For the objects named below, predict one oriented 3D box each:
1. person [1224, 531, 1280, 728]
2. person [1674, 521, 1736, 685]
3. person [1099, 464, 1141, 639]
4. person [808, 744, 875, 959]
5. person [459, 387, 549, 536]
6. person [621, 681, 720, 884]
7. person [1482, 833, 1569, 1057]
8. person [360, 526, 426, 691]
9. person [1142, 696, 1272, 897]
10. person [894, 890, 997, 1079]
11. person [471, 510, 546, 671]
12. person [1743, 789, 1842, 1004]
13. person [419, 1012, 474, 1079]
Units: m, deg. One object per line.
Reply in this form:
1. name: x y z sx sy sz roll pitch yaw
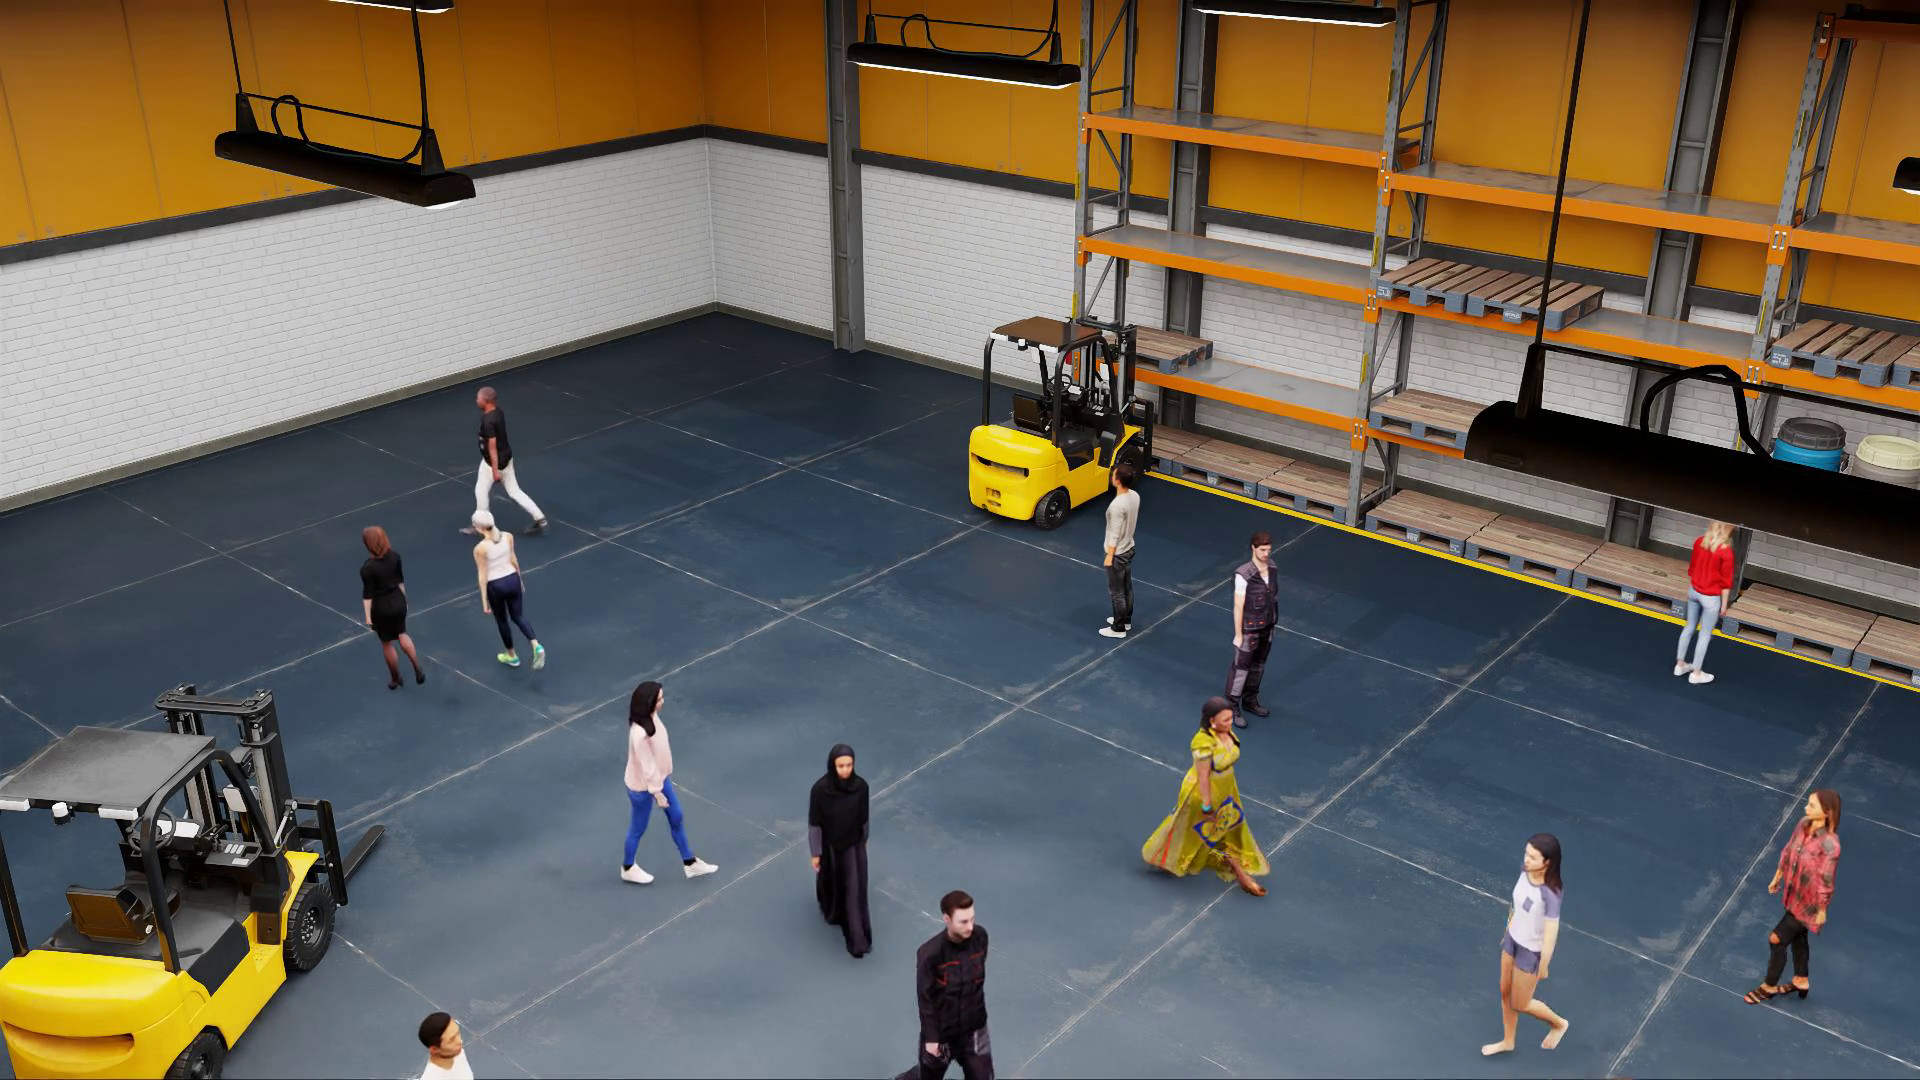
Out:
1. person: 2.632 0.768 14.922 0.698 1.848 0.639 -18 30 -36
2. person: 7.015 0.529 15.652 0.751 1.702 0.602 -11 26 -23
3. person: 1.599 0.097 16.503 0.609 1.812 0.701 12 26 26
4. person: -0.892 2.149 12.063 1.055 1.608 1.173 -4 24 -9
5. person: -5.117 -0.847 18.720 1.311 1.765 1.173 1 24 2
6. person: -2.448 1.861 12.571 1.095 1.730 0.926 5 24 12
7. person: 3.767 2.638 10.807 0.886 1.719 0.840 -4 24 -10
8. person: -5.218 0.667 15.348 0.755 1.693 0.651 14 27 29
9. person: 1.810 1.916 12.601 1.250 1.605 0.781 16 28 32
10. person: -0.098 2.903 10.001 0.929 1.879 1.274 -14 27 -29
11. person: -4.257 0.522 15.708 0.660 1.669 0.982 -21 31 -39
12. person: 5.820 2.438 11.303 0.878 1.688 0.815 1 24 1
13. person: -2.873 3.342 9.121 1.033 1.779 0.919 3 24 7
